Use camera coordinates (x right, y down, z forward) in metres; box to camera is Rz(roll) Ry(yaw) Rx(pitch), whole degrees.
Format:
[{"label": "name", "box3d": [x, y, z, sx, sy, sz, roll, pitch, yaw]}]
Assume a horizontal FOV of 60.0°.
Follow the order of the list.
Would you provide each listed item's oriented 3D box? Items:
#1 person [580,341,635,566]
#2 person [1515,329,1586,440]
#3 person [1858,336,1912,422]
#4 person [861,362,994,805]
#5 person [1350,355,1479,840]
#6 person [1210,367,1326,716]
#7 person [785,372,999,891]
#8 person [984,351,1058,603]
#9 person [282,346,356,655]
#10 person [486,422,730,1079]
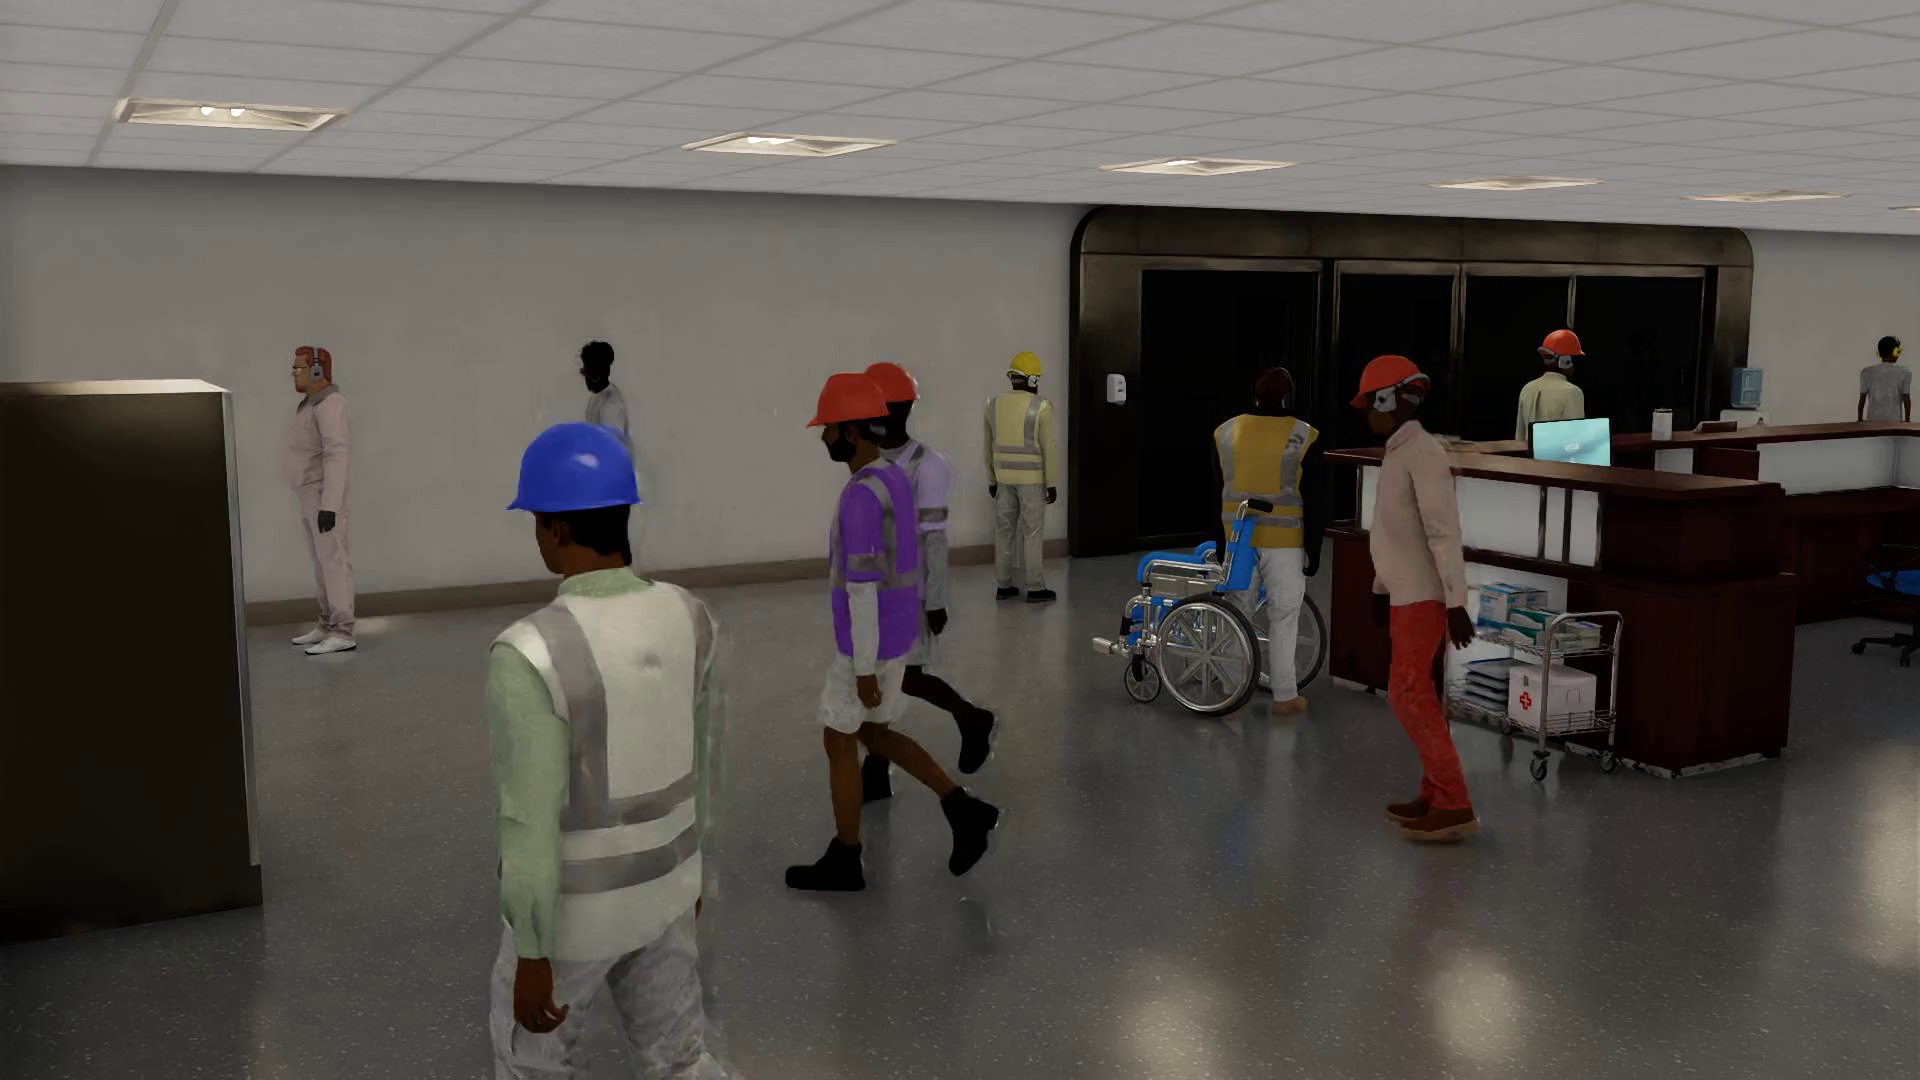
[{"label": "person", "box3d": [-2.461, -0.430, 11.628, 0.368, 1.932, 0.764, -2, 8, -14]}, {"label": "person", "box3d": [4.144, -0.468, 11.620, 0.384, 1.993, 0.623, -3, 8, -21]}, {"label": "person", "box3d": [9.591, -1.180, 17.267, 0.518, 1.865, 0.330, 6, 10, 39]}, {"label": "person", "box3d": [-0.220, 0.182, 7.226, 0.720, 1.915, 0.549, -7, 11, -43]}, {"label": "person", "box3d": [1.843, 0.222, 6.796, 0.535, 1.947, 0.645, 1, 8, 5]}, {"label": "person", "box3d": [1.627, 0.010, 8.767, 0.631, 1.835, 0.429, 5, 9, 30]}, {"label": "person", "box3d": [-0.253, 0.349, 6.015, 0.705, 1.913, 0.547, 2, 8, 16]}, {"label": "person", "box3d": [0.461, -0.458, 12.142, 0.598, 1.830, 0.403, 5, 10, 34]}, {"label": "person", "box3d": [-3.996, -0.250, 10.369, 0.409, 1.908, 0.641, -5, 9, -31]}, {"label": "person", "box3d": [-0.666, 0.715, 3.381, 0.909, 1.915, 0.621, 5, 9, 32]}]
